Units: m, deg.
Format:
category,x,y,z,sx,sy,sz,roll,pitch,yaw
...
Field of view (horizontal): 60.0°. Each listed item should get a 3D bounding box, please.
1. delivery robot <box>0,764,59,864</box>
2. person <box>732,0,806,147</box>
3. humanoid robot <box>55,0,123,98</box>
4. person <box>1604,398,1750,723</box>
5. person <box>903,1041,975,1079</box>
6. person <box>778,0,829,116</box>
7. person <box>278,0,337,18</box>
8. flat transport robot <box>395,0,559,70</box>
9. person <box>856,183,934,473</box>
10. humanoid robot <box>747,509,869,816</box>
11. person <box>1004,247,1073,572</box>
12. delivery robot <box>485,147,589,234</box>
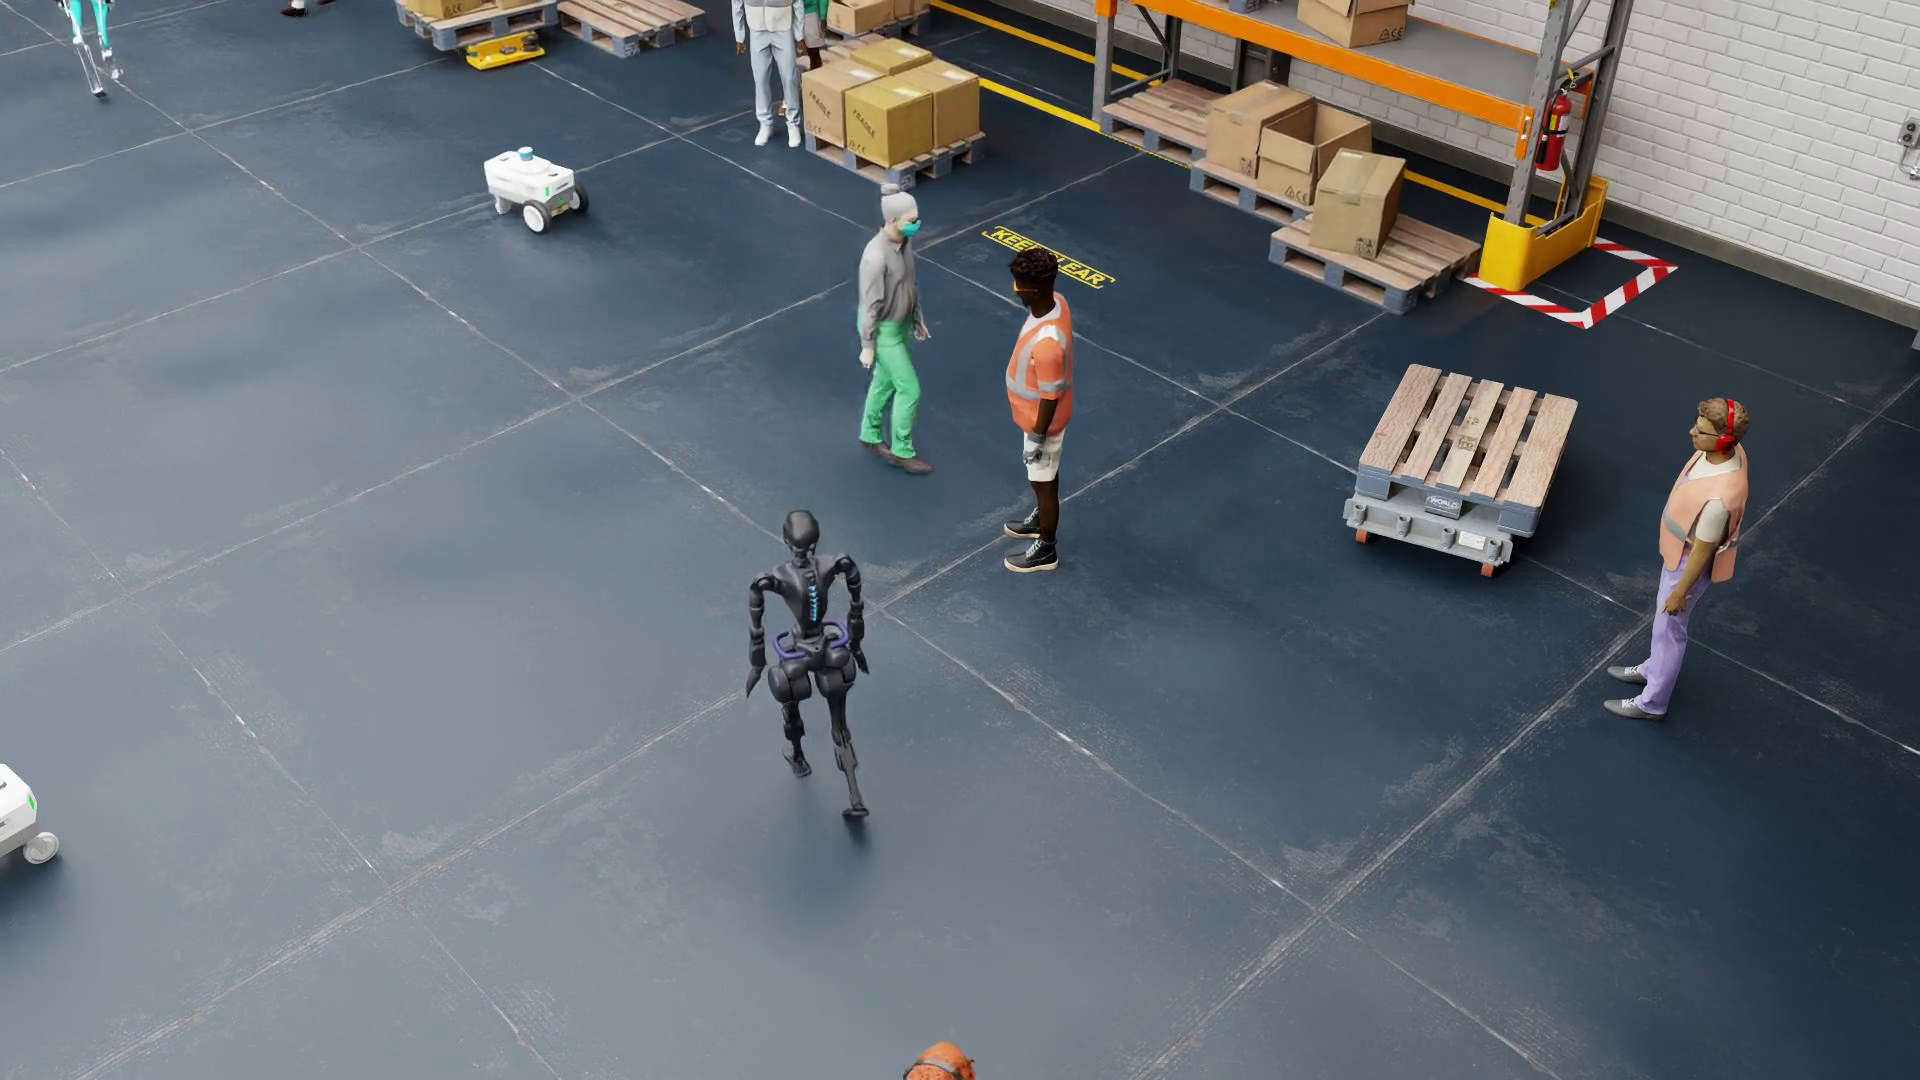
category,x,y,z,sx,sy,sz,roll,pitch,yaw
delivery robot,-4.561,1.387,7.476,0.499,0.614,0.791,26,44,30
person,-1.571,-4.206,13.745,0.598,1.909,0.400,1,37,1
humanoid robot,-7.715,-4.740,14.647,0.545,1.789,1.055,-12,39,-16
person,3.545,0.114,8.084,0.387,1.839,0.559,13,39,16
person,-0.017,2.179,5.325,0.615,1.860,0.759,15,40,19
person,-1.371,-4.539,14.248,0.516,1.837,0.405,-1,37,-1
person,-6.589,-6.061,16.331,0.534,1.752,0.844,30,46,33
flat transport robot,-4.612,-4.871,15.982,0.659,0.231,1.431,-25,44,-29
person,-0.337,-1.255,9.900,0.692,1.824,0.530,12,39,15
humanoid robot,-0.673,0.584,7.627,0.586,1.635,0.747,-15,40,-19
person,0.425,-0.699,9.059,0.376,1.958,0.601,2,37,3
delivery robot,-3.305,-2.742,12.943,0.785,0.614,0.508,21,42,25
